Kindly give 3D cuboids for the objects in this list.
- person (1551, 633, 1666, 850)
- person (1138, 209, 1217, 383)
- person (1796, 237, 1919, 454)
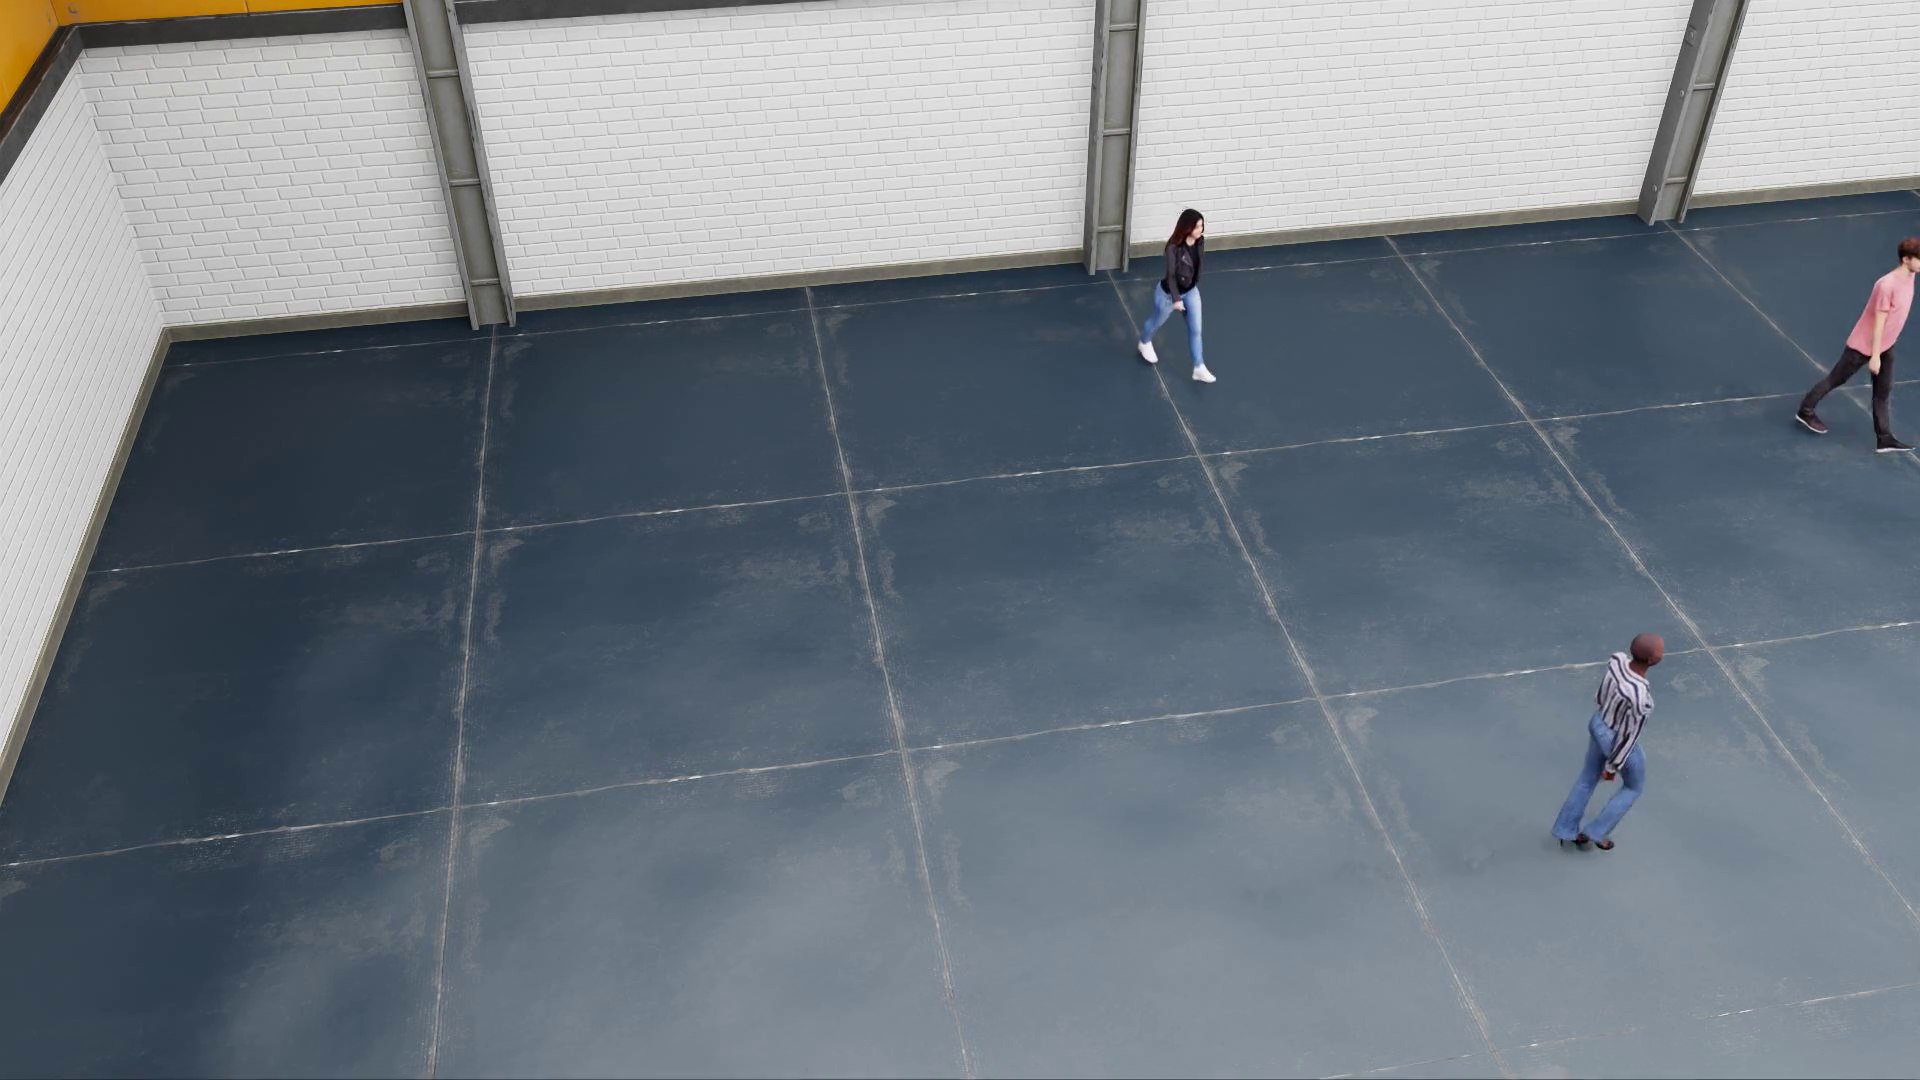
[{"bbox_3d":[3.935,1.268,10.239,0.661,1.780,0.637,-7,39,-9],"label":"person"},{"bbox_3d":[1.866,-2.199,14.737,1.162,1.583,1.027,-23,44,-26],"label":"person"},{"bbox_3d":[7.465,-1.655,13.797,1.240,1.907,1.089,-25,45,-28],"label":"person"}]
